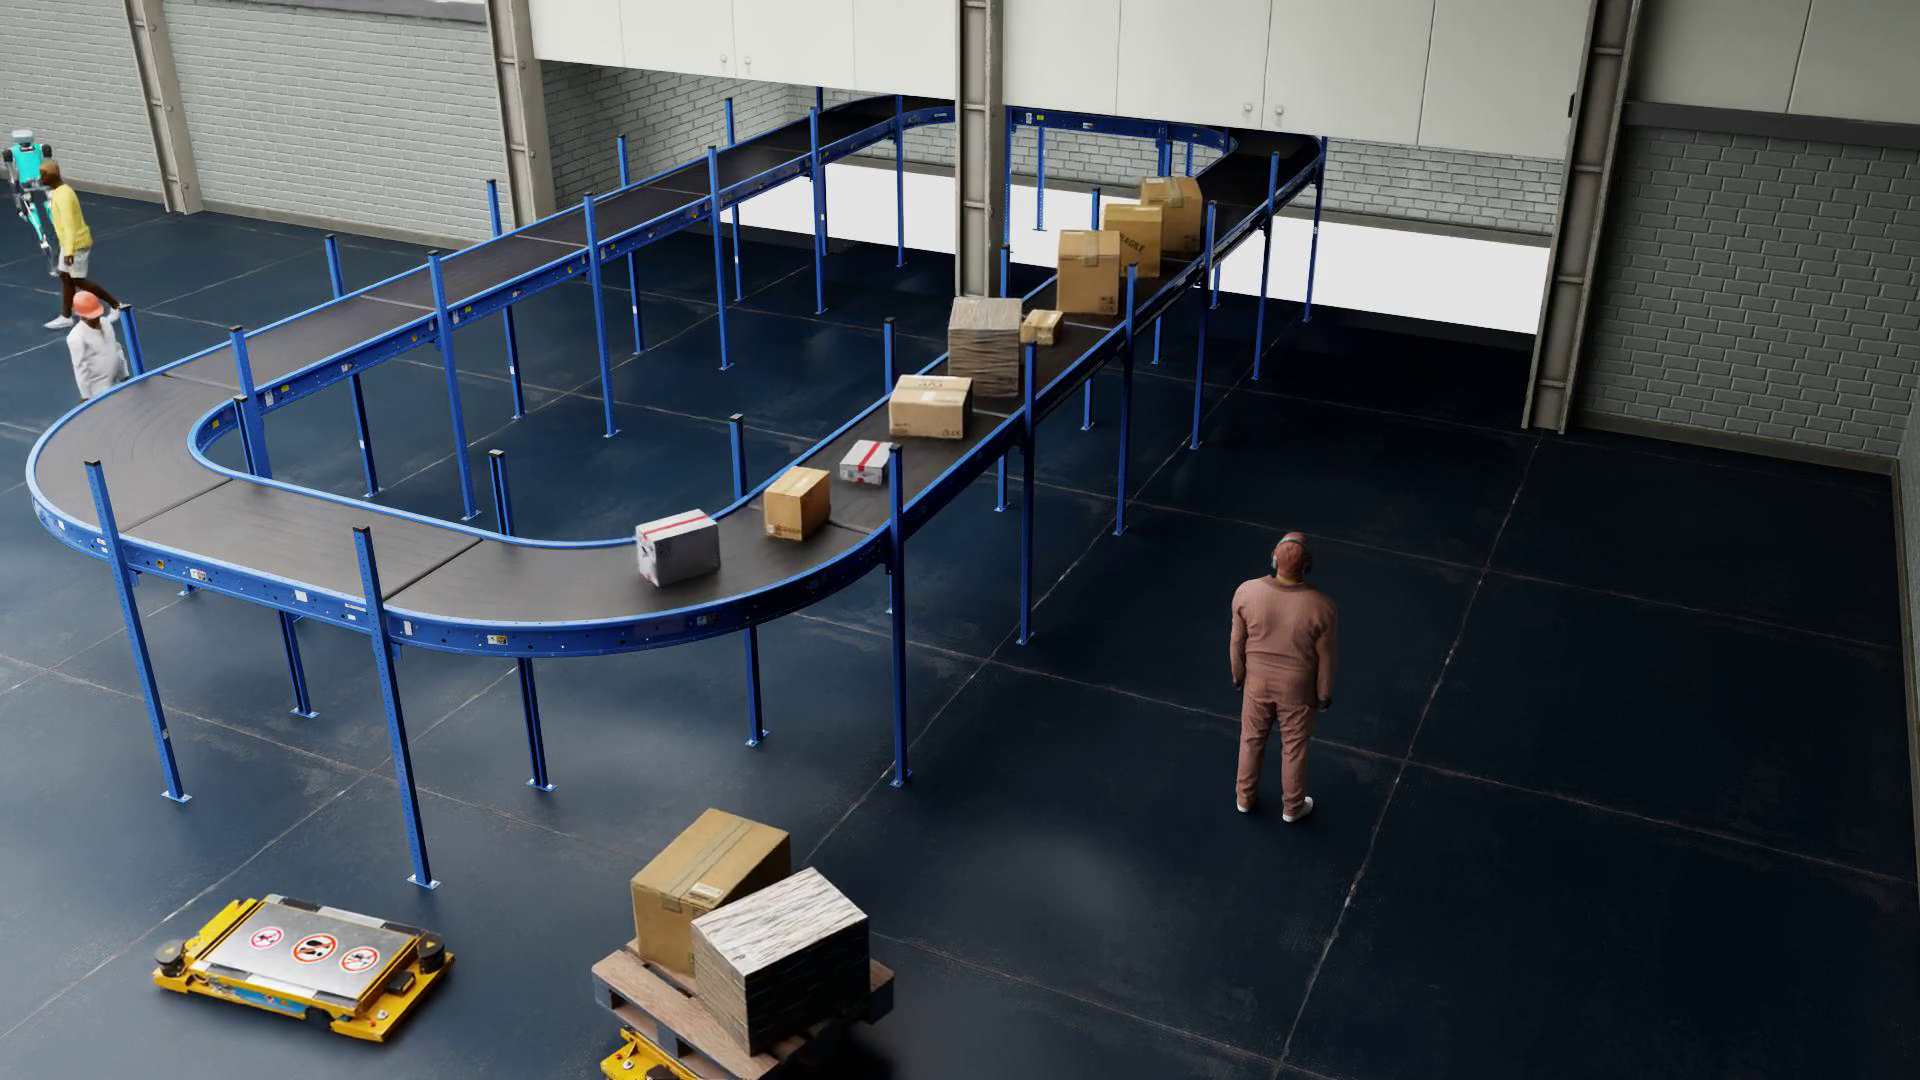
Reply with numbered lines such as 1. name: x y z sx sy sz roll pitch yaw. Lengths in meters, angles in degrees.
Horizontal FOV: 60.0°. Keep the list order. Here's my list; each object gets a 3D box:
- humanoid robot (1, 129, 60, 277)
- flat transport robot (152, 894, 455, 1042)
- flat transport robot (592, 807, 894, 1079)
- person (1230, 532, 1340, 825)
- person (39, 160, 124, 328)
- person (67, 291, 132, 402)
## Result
1. humanoid robot: -10.874 -3.924 19.736 0.535 1.809 0.671 -20 33 -34
2. flat transport robot: -3.518 2.263 8.916 1.431 0.231 0.659 8 28 16
3. flat transport robot: -1.088 2.438 8.564 0.659 0.231 1.431 21 34 36
4. person: 1.935 0.829 9.959 0.647 1.913 0.412 12 29 22
5. person: -9.731 -3.191 18.138 0.883 1.852 0.682 -14 30 -26
6. person: -7.543 -1.383 14.616 0.424 1.722 0.586 -1 26 -2
